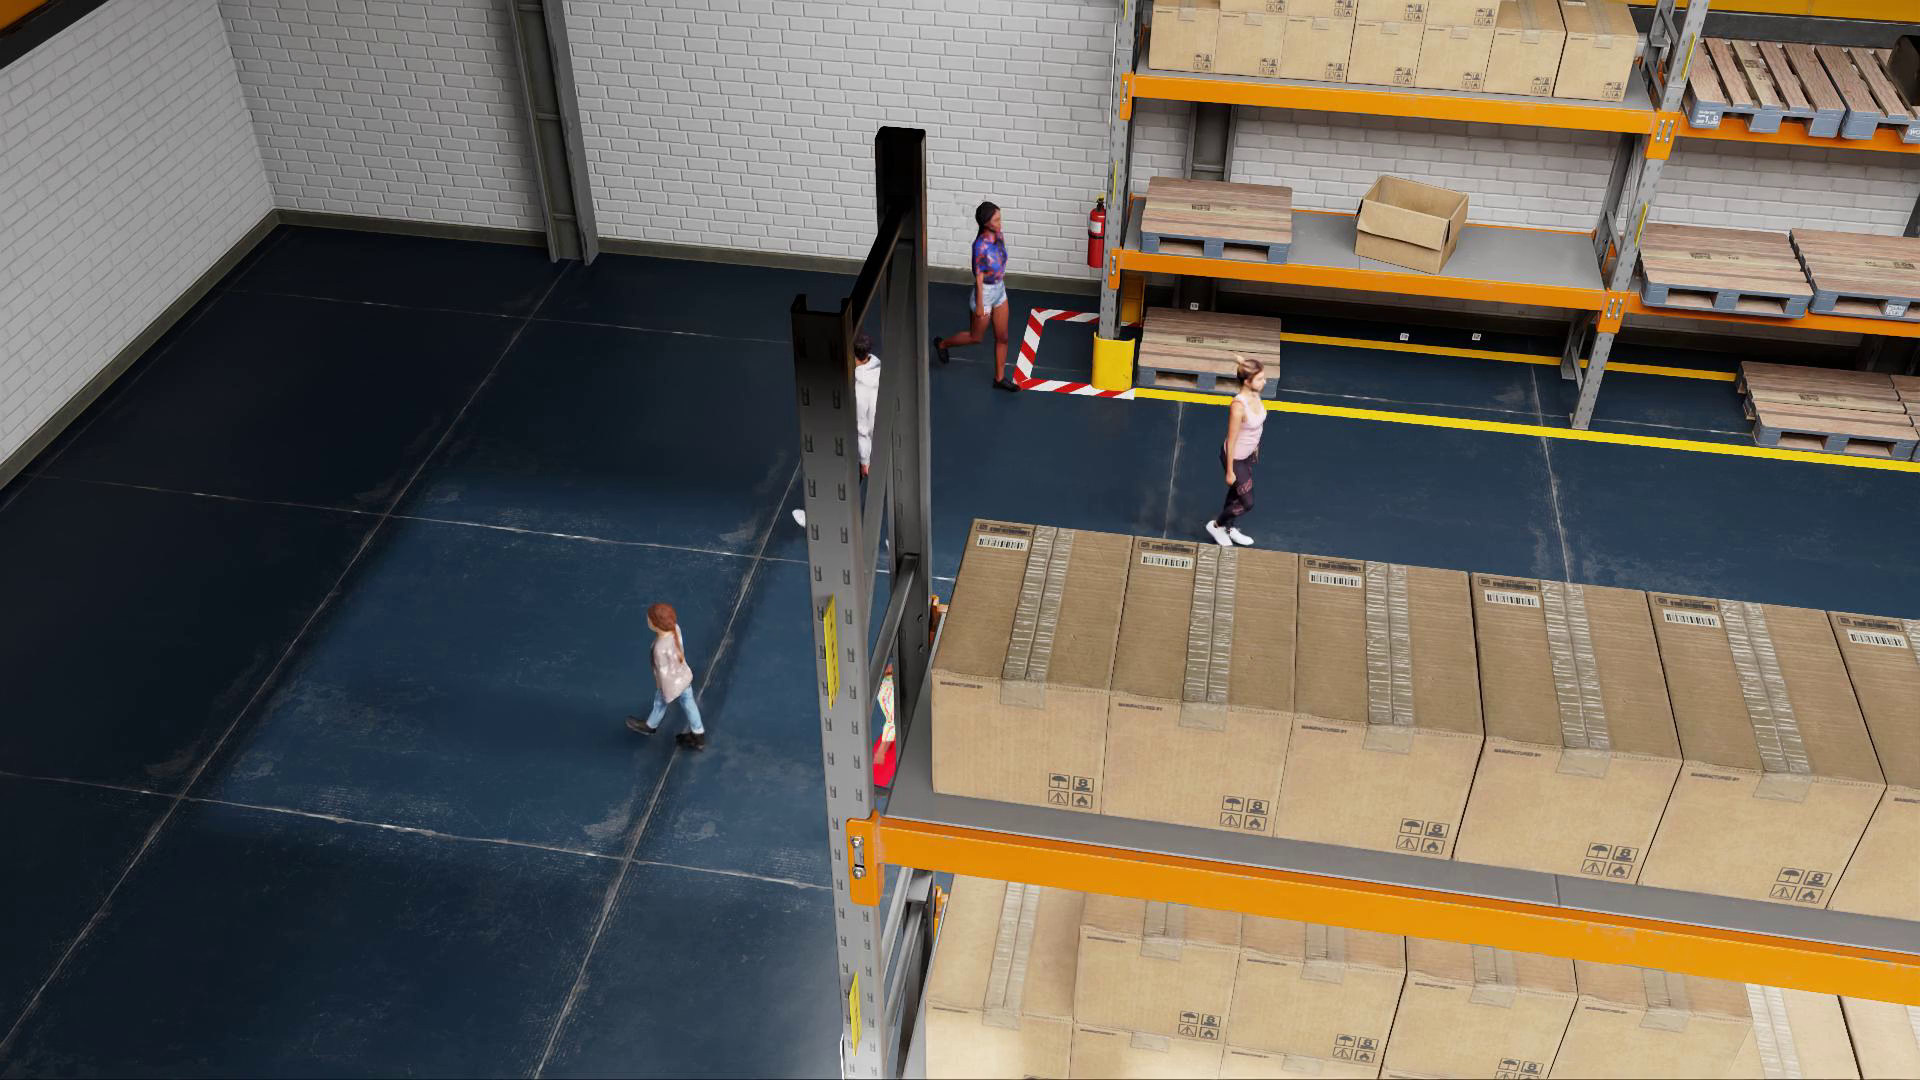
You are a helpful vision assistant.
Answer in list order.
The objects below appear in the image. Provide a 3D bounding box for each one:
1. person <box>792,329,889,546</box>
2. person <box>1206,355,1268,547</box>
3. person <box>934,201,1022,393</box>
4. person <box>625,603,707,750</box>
[{"bbox_3d":[-0.554,-0.653,12.053,1.311,1.862,0.841,13,40,16],"label":"person"},{"bbox_3d":[1.983,-0.646,12.225,0.676,1.635,0.652,20,43,23],"label":"person"},{"bbox_3d":[0.150,-2.035,13.900,1.132,1.717,0.856,21,43,25],"label":"person"},{"bbox_3d":[-1.796,0.898,10.662,0.813,1.173,0.607,15,41,18],"label":"person"}]
